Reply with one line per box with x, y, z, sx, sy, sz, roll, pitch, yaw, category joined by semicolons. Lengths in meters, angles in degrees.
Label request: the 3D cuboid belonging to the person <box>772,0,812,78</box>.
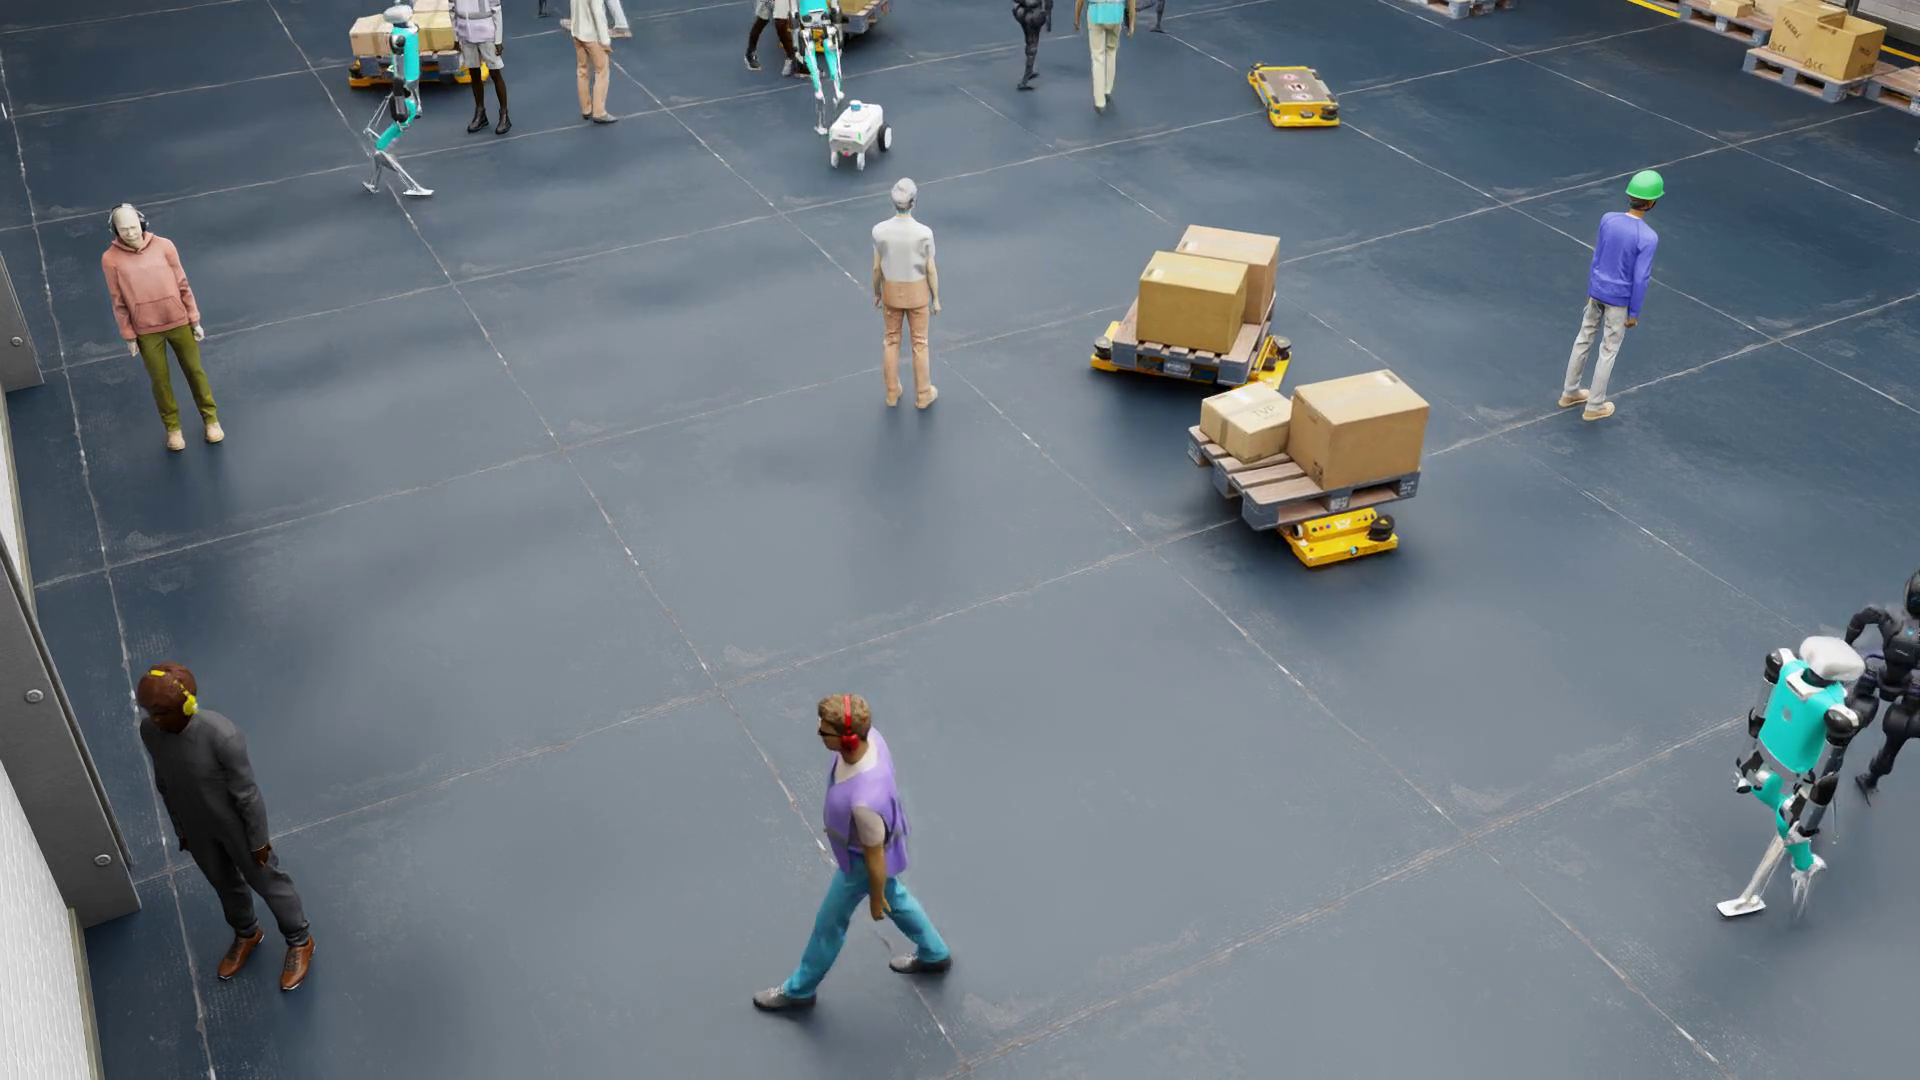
-1.778;-5.862;17.648;0.602;1.910;0.516;4;35;5;person

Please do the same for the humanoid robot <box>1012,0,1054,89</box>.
0.741;-5.630;17.544;0.541;1.628;0.589;-25;42;-31;humanoid robot

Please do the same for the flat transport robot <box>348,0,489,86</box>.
-5.844;-5.143;18.059;1.431;0.231;0.659;-3;35;-5;flat transport robot

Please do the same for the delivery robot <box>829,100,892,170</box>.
-1.000;-3.964;16.110;0.499;0.576;0.768;9;36;13;delivery robot

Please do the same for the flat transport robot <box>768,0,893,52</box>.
-1.488;-5.959;19.224;0.659;0.231;1.431;11;36;15;flat transport robot

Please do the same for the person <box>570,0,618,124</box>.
-3.679;-5.031;16.685;0.515;1.654;0.424;29;44;35;person

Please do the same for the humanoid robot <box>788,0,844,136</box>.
-1.355;-4.814;16.302;0.530;1.742;0.803;-11;36;-15;humanoid robot

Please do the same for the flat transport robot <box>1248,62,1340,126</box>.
3.475;-4.651;17.356;0.659;0.231;1.431;-2;35;-3;flat transport robot

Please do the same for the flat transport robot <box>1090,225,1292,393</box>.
1.780;-1.433;12.761;1.431;0.231;0.659;11;37;16;flat transport robot

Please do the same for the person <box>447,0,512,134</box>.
-4.747;-4.963;16.348;0.544;1.938;0.354;7;36;9;person

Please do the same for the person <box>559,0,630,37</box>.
-4.215;-6.612;18.775;0.857;1.847;0.578;1;35;2;person

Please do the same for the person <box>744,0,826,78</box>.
-1.962;-5.914;17.743;1.010;1.897;0.703;23;41;29;person

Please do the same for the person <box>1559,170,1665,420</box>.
4.653;-1.730;11.804;0.378;1.866;0.451;-23;41;-29;person

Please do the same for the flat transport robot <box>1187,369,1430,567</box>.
2.282;-0.333;11.191;0.659;0.231;1.431;-12;37;-16;flat transport robot

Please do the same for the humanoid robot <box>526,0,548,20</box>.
-4.756;-6.928;19.431;0.785;1.633;0.608;-7;36;-10;humanoid robot

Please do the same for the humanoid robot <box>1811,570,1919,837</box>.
4.669;0.819;8.361;0.595;1.623;0.783;21;40;27;humanoid robot

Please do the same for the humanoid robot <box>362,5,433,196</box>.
-5.214;-3.888;15.045;0.864;1.856;0.556;1;35;1;humanoid robot

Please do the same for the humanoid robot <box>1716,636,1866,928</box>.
4.004;1.201;7.823;0.730;1.902;0.542;-9;36;-13;humanoid robot

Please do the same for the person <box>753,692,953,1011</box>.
-0.473;1.383;7.412;0.942;1.794;0.580;-1;35;-2;person

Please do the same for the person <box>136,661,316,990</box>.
-3.326;1.283;7.498;0.490;1.866;0.353;8;36;11;person

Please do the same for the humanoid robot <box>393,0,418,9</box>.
-6.312;-6.428;18.632;0.547;1.778;0.915;-7;36;-10;humanoid robot

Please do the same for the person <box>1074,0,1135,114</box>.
1.457;-5.336;16.980;0.573;1.812;0.765;-5;35;-8;person

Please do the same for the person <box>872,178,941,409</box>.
-0.385;-1.756;11.934;0.491;1.744;0.304;7;36;10;person

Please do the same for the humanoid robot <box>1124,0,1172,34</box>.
2.179;-6.607;18.937;0.578;1.642;0.589;14;37;19;humanoid robot

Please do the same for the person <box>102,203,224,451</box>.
-5.513;-1.479;11.473;0.520;1.831;0.365;-19;39;-25;person
